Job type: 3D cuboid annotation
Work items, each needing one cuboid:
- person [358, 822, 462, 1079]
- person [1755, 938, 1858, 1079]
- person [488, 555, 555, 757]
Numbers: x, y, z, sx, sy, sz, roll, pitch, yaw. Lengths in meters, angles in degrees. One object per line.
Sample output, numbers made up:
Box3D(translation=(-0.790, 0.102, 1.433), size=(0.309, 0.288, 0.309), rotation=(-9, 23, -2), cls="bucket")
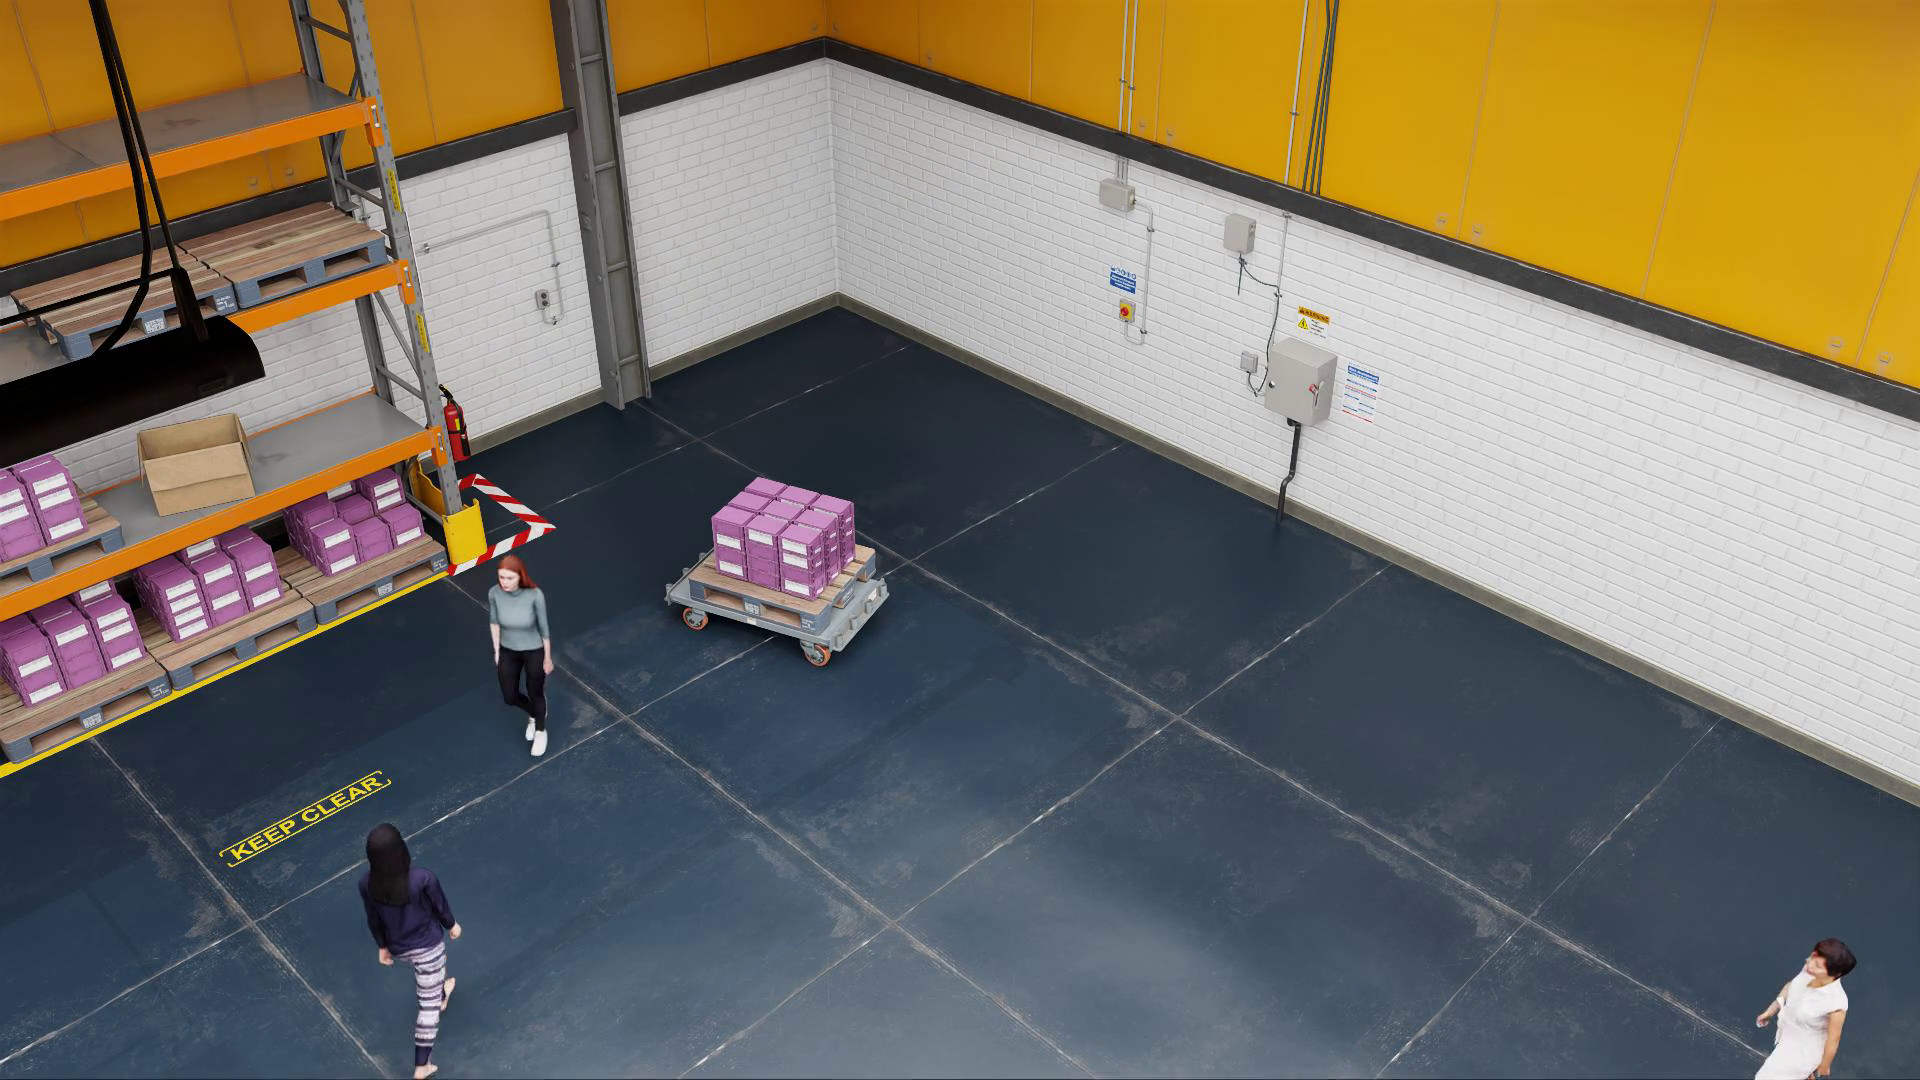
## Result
Box3D(translation=(-3.188, 2.390, 9.695), size=(1.037, 1.697, 1.138), rotation=(3, 34, 4), cls="person")
Box3D(translation=(4.764, 2.787, 9.256), size=(0.962, 1.522, 0.927), rotation=(2, 34, 4), cls="person")
Box3D(translation=(-3.139, 0.786, 12.076), size=(0.744, 1.732, 0.796), rotation=(3, 34, 4), cls="person")
